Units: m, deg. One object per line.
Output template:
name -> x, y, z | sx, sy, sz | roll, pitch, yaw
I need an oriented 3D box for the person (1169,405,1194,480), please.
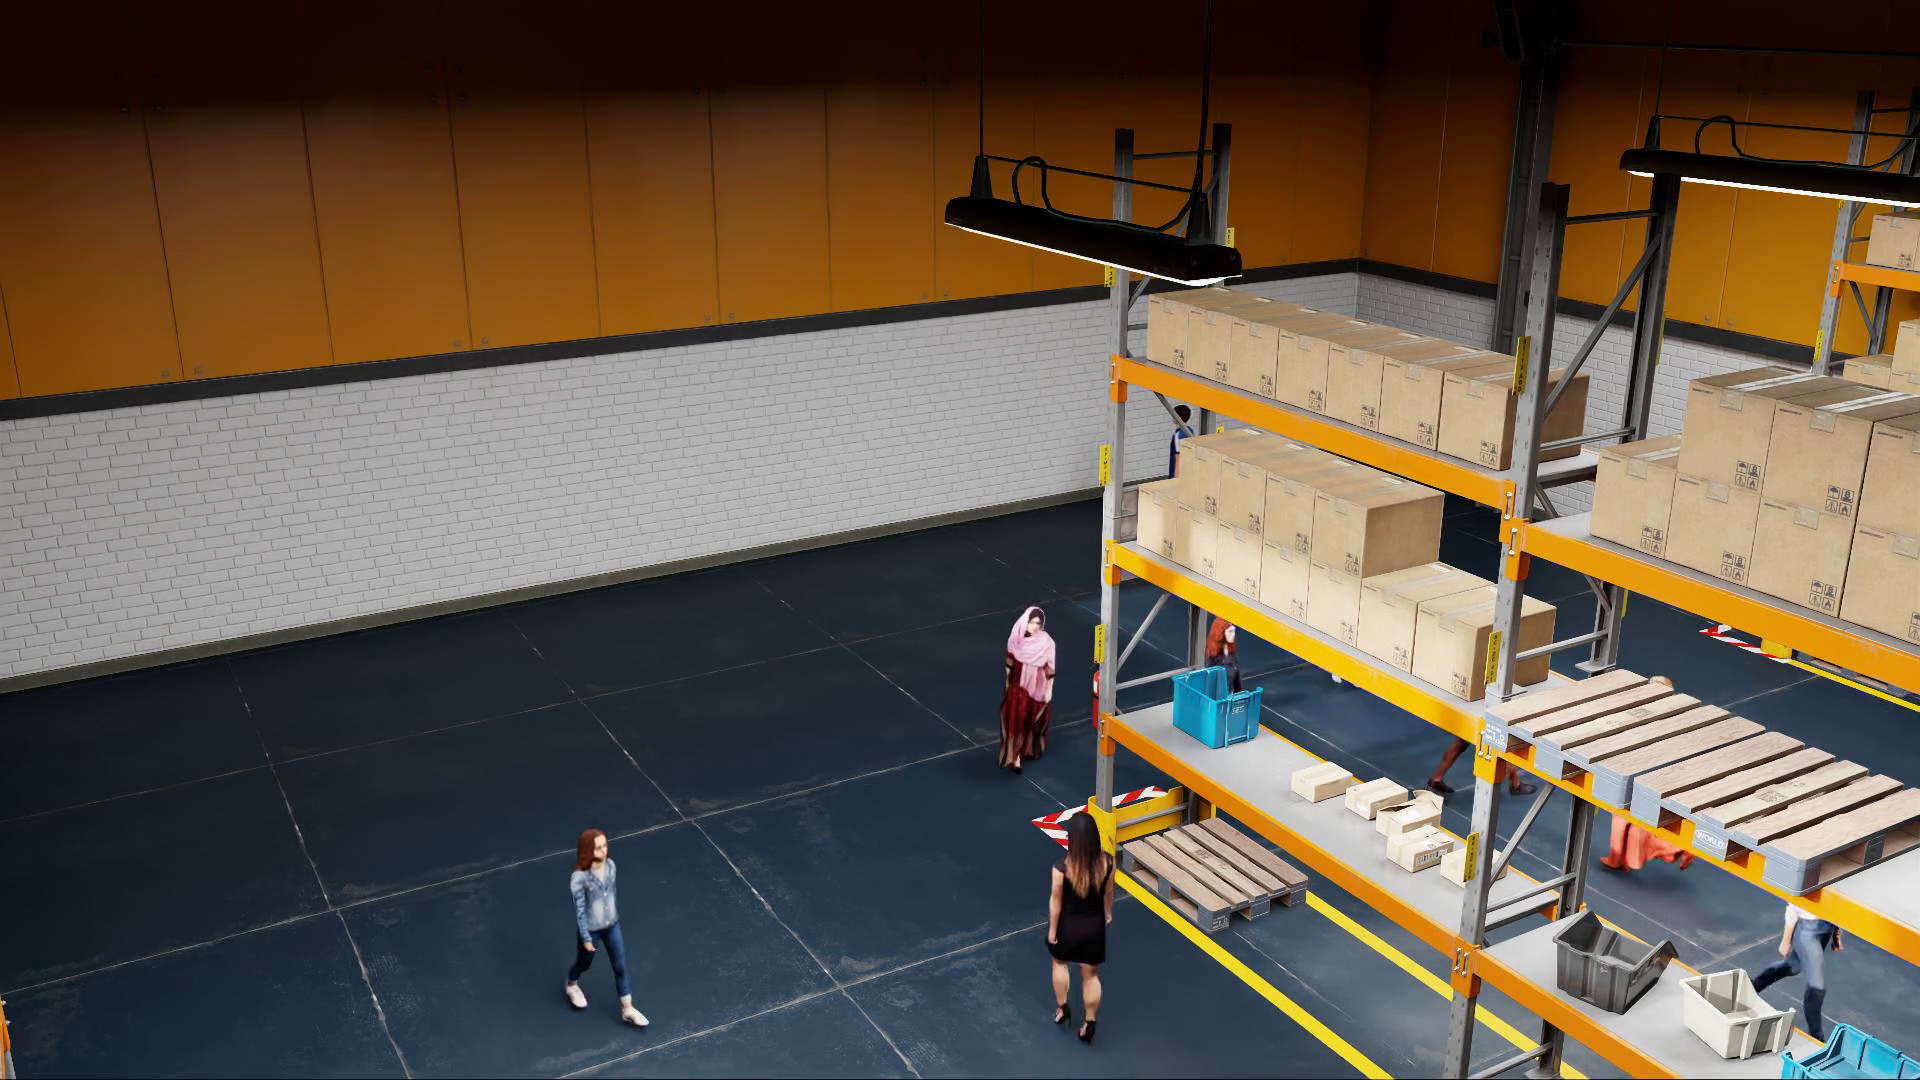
person -> 2.874, -0.858, 21.662 | 0.782, 1.865, 0.737 | 7, 20, 19

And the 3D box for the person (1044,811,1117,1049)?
person -> 0.856, 2.701, 11.347 | 0.736, 1.704, 0.715 | -7, 20, -19

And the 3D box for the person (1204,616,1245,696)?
person -> 2.241, 1.495, 14.832 | 0.751, 1.766, 1.056 | -16, 24, -39

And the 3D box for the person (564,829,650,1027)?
person -> -2.610, 2.710, 11.716 | 1.068, 1.451, 0.786 | 15, 24, 37

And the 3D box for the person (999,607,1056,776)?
person -> 0.656, 1.341, 15.514 | 1.075, 1.623, 1.180 | 3, 19, 10

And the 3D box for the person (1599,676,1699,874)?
person -> 5.670, 1.946, 13.459 | 1.082, 1.786, 0.911 | 11, 22, 30
